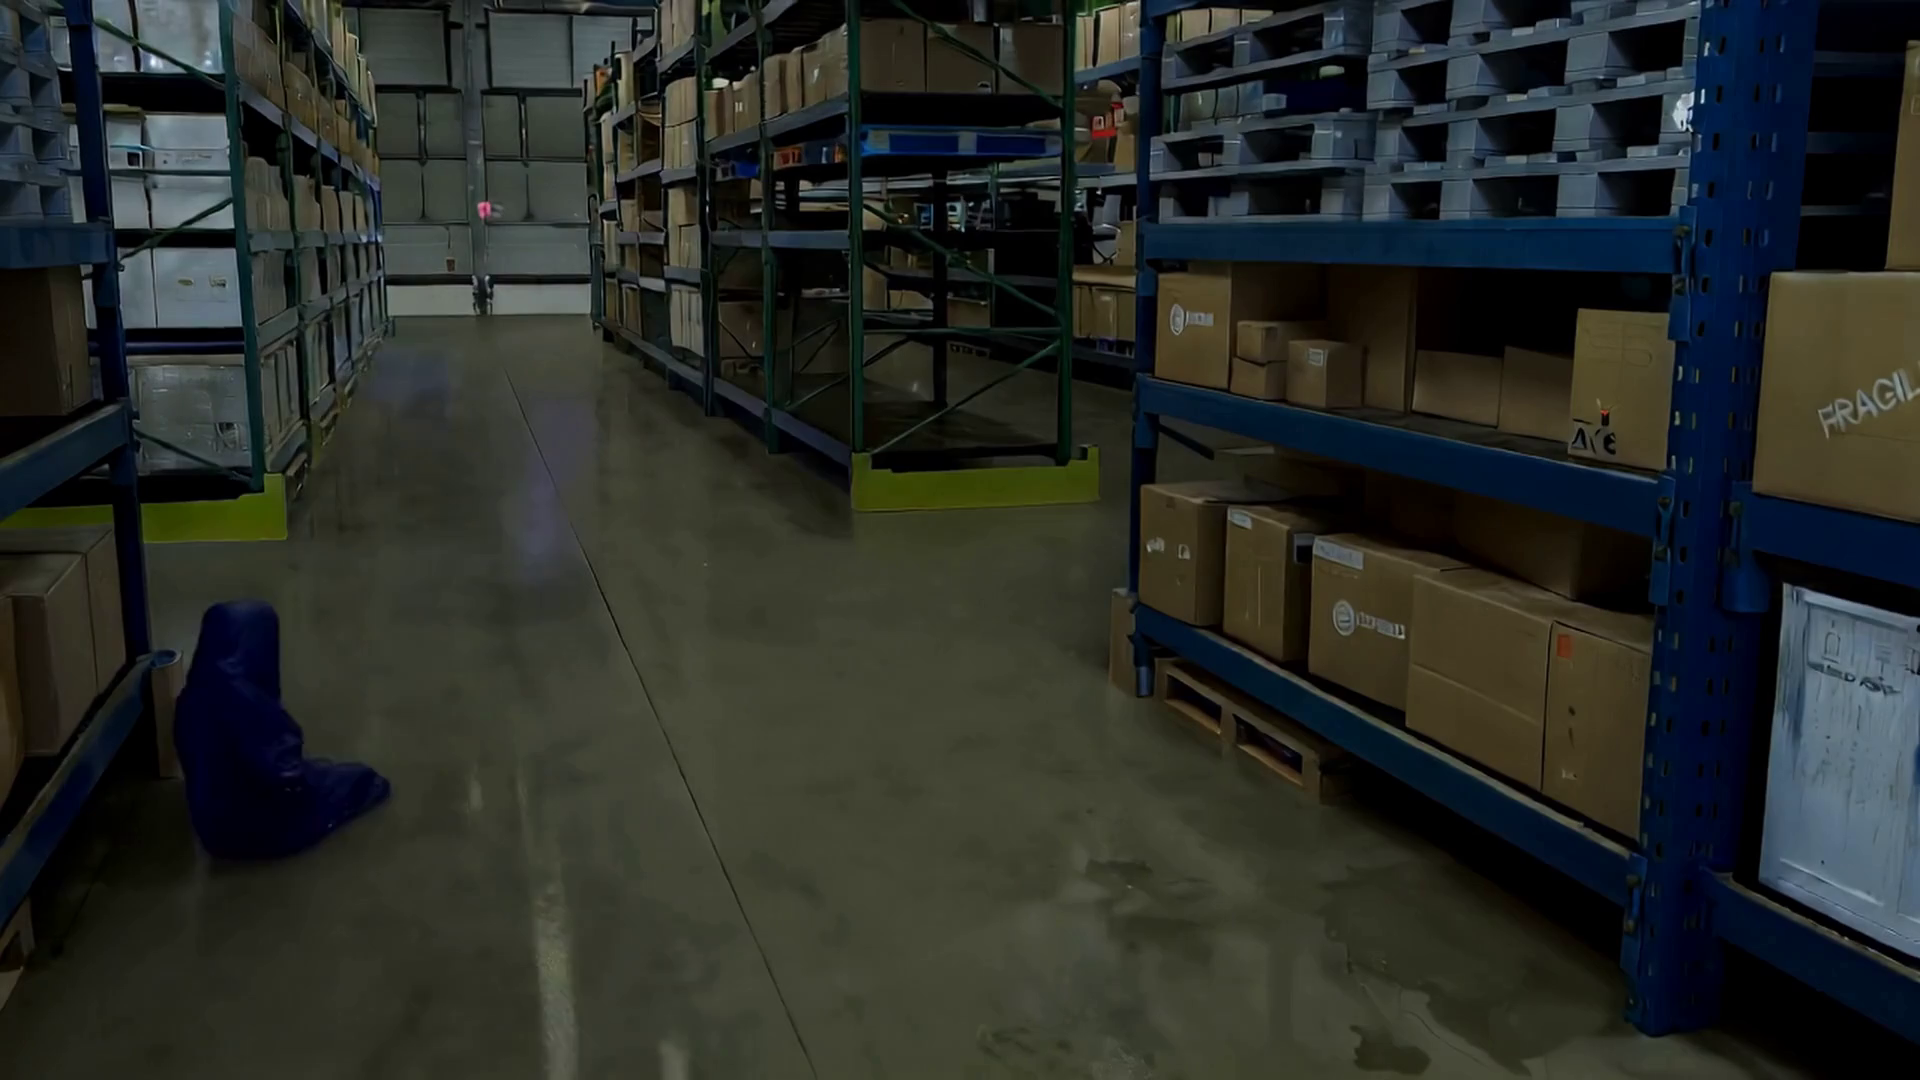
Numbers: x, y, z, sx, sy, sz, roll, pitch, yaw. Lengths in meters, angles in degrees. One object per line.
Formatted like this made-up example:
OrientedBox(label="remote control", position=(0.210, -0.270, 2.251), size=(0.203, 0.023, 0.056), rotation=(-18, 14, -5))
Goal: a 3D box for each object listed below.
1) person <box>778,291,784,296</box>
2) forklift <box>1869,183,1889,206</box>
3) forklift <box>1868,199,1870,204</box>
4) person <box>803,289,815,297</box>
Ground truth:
OrientedBox(label="person", position=(-3.622, -4.525, 32.990), size=(0.493, 1.746, 0.283), rotation=(3, 11, 14))
OrientedBox(label="forklift", position=(5.379, -0.745, 9.155), size=(1.129, 2.768, 1.873), rotation=(-3, 11, -17))
OrientedBox(label="forklift", position=(11.338, -2.915, 21.052), size=(1.129, 2.768, 1.873), rotation=(-3, 11, -17))
OrientedBox(label="person", position=(-3.381, -5.116, 35.671), size=(0.605, 1.948, 0.384), rotation=(5, 12, 26))
